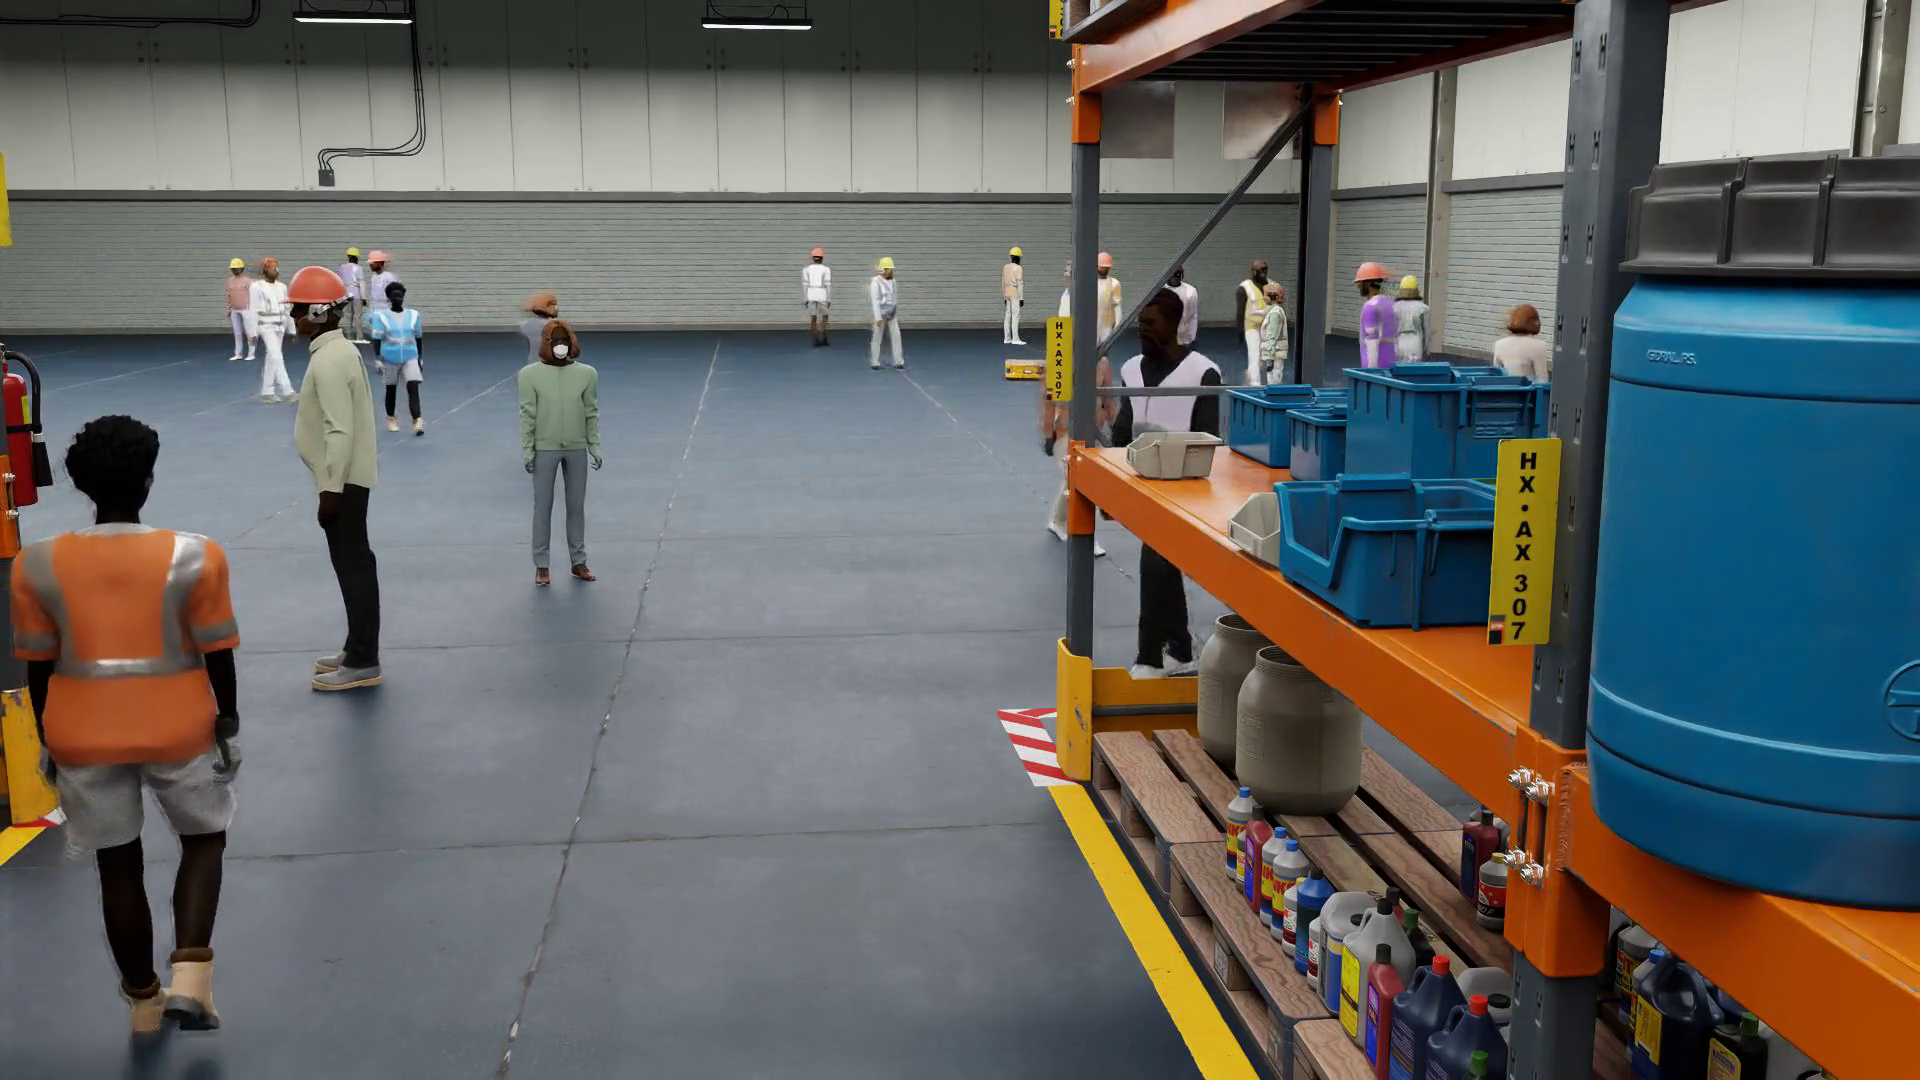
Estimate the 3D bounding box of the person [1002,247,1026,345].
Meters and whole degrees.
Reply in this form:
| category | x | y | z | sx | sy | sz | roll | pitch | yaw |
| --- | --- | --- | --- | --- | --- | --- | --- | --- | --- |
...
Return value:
| category | x | y | z | sx | sy | sz | roll | pitch | yaw |
| --- | --- | --- | --- | --- | --- | --- | --- | --- | --- |
| person | 1.084 | -4.838 | 33.009 | 0.382 | 1.923 | 0.594 | -7 | 12 | -33 |

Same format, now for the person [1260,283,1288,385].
| category | x | y | z | sx | sy | sz | roll | pitch | yaw |
| --- | --- | --- | --- | --- | --- | --- | --- | --- | --- |
| person | 3.387 | -1.948 | 17.977 | 0.312 | 1.635 | 0.516 | 2 | 11 | 11 |

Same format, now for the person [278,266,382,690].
| category | x | y | z | sx | sy | sz | roll | pitch | yaw |
| --- | --- | --- | --- | --- | --- | --- | --- | --- | --- |
| person | -2.960 | -0.289 | 7.878 | 0.393 | 1.995 | 0.612 | -3 | 11 | -14 |

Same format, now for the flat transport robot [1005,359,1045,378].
| category | x | y | z | sx | sy | sz | roll | pitch | yaw |
| --- | --- | --- | --- | --- | --- | --- | --- | --- | --- |
| flat transport robot | 1.016 | -2.616 | 25.368 | 0.652 | 0.197 | 1.431 | 0 | 10 | 2 |

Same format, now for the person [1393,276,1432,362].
| category | x | y | z | sx | sy | sz | roll | pitch | yaw |
| --- | --- | --- | --- | --- | --- | --- | --- | --- | --- |
| person | 5.095 | -2.153 | 18.935 | 0.491 | 1.692 | 0.923 | 5 | 11 | 25 |

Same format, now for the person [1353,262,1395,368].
| category | x | y | z | sx | sy | sz | roll | pitch | yaw |
| --- | --- | --- | --- | --- | --- | --- | --- | --- | --- |
| person | 4.011 | -1.665 | 15.696 | 0.781 | 1.908 | 0.551 | 7 | 13 | 34 |

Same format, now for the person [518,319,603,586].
| category | x | y | z | sx | sy | sz | roll | pitch | yaw |
| --- | --- | --- | --- | --- | --- | --- | --- | --- | --- |
| person | -2.458 | -0.543 | 10.265 | 0.499 | 1.634 | 0.285 | -6 | 12 | -28 |

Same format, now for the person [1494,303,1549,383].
| category | x | y | z | sx | sy | sz | roll | pitch | yaw |
| --- | --- | --- | --- | --- | --- | --- | --- | --- | --- |
| person | 4.389 | -1.064 | 13.153 | 0.610 | 1.617 | 0.509 | -5 | 12 | -27 |

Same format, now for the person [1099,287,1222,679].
| category | x | y | z | sx | sy | sz | roll | pitch | yaw |
| --- | --- | --- | --- | --- | --- | --- | --- | --- | --- |
| person | 0.886 | -0.233 | 7.862 | 0.759 | 1.892 | 0.609 | -7 | 13 | -34 |

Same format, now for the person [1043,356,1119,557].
| category | x | y | z | sx | sy | sz | roll | pitch | yaw |
| --- | --- | --- | --- | --- | --- | --- | --- | --- | --- |
| person | 0.803 | -0.728 | 11.379 | 0.520 | 1.599 | 0.848 | -6 | 12 | -30 |

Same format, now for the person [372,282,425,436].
| category | x | y | z | sx | sy | sz | roll | pitch | yaw |
| --- | --- | --- | --- | --- | --- | --- | --- | --- | --- |
| person | -6.055 | -1.952 | 17.948 | 0.549 | 1.644 | 0.890 | -6 | 12 | -29 |

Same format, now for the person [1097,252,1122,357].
| category | x | y | z | sx | sy | sz | roll | pitch | yaw |
| --- | --- | --- | --- | --- | --- | --- | --- | --- | --- |
| person | 1.922 | -2.939 | 22.600 | 0.557 | 1.916 | 0.629 | 0 | 10 | -1 |

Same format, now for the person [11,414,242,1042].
| category | x | y | z | sx | sy | sz | roll | pitch | yaw |
| --- | --- | --- | --- | --- | --- | --- | --- | --- | --- |
| person | -2.136 | 0.519 | 4.312 | 0.535 | 1.685 | 0.401 | -3 | 11 | -17 |

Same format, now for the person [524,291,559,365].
| category | x | y | z | sx | sy | sz | roll | pitch | yaw |
| --- | --- | --- | --- | --- | --- | --- | --- | --- | --- |
| person | -3.951 | -1.563 | 15.919 | 0.497 | 1.614 | 0.392 | 5 | 11 | 26 |

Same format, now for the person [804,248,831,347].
| category | x | y | z | sx | sy | sz | roll | pitch | yaw |
| --- | --- | --- | --- | --- | --- | --- | --- | --- | --- |
| person | -2.746 | -4.685 | 32.183 | 0.555 | 1.917 | 0.494 | 2 | 10 | 9 |

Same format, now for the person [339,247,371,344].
| category | x | y | z | sx | sy | sz | roll | pitch | yaw |
| --- | --- | --- | --- | --- | --- | --- | --- | --- | --- |
| person | -12.113 | -4.884 | 33.268 | 0.594 | 1.921 | 0.386 | 5 | 11 | 24 |

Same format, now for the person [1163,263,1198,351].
| category | x | y | z | sx | sy | sz | roll | pitch | yaw |
| --- | --- | --- | --- | --- | --- | --- | --- | --- | --- |
| person | 2.553 | -2.421 | 20.004 | 0.624 | 1.840 | 0.429 | 0 | 10 | -2 |

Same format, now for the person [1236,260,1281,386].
| category | x | y | z | sx | sy | sz | roll | pitch | yaw |
| --- | --- | --- | --- | --- | --- | --- | --- | --- | --- |
| person | 4.021 | -2.866 | 22.466 | 0.640 | 1.830 | 0.613 | -4 | 11 | -20 |

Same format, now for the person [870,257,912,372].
| category | x | y | z | sx | sy | sz | roll | pitch | yaw |
| --- | --- | --- | --- | --- | --- | --- | --- | --- | --- |
| person | -1.103 | -3.533 | 26.199 | 0.817 | 1.798 | 0.616 | 7 | 13 | 35 |

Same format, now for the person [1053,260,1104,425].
| category | x | y | z | sx | sy | sz | roll | pitch | yaw |
| --- | --- | --- | --- | --- | --- | --- | --- | --- | --- |
| person | 1.386 | -2.254 | 18.984 | 0.714 | 1.883 | 0.647 | -4 | 11 | -19 |

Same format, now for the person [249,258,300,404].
| category | x | y | z | sx | sy | sz | roll | pitch | yaw |
| --- | --- | --- | --- | --- | --- | --- | --- | --- | --- |
| person | -8.656 | -2.654 | 21.229 | 0.869 | 1.850 | 0.606 | 3 | 11 | 18 |

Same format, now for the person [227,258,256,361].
| category | x | y | z | sx | sy | sz | roll | pitch | yaw |
| --- | --- | --- | --- | --- | --- | --- | --- | --- | --- |
| person | -12.448 | -3.983 | 28.763 | 0.527 | 1.767 | 0.317 | 3 | 11 | 16 |

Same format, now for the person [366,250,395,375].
| category | x | y | z | sx | sy | sz | roll | pitch | yaw |
| --- | --- | --- | --- | --- | --- | --- | --- | --- | --- |
| person | -8.970 | -3.500 | 25.691 | 0.511 | 1.915 | 0.564 | -10 | 14 | -43 |
